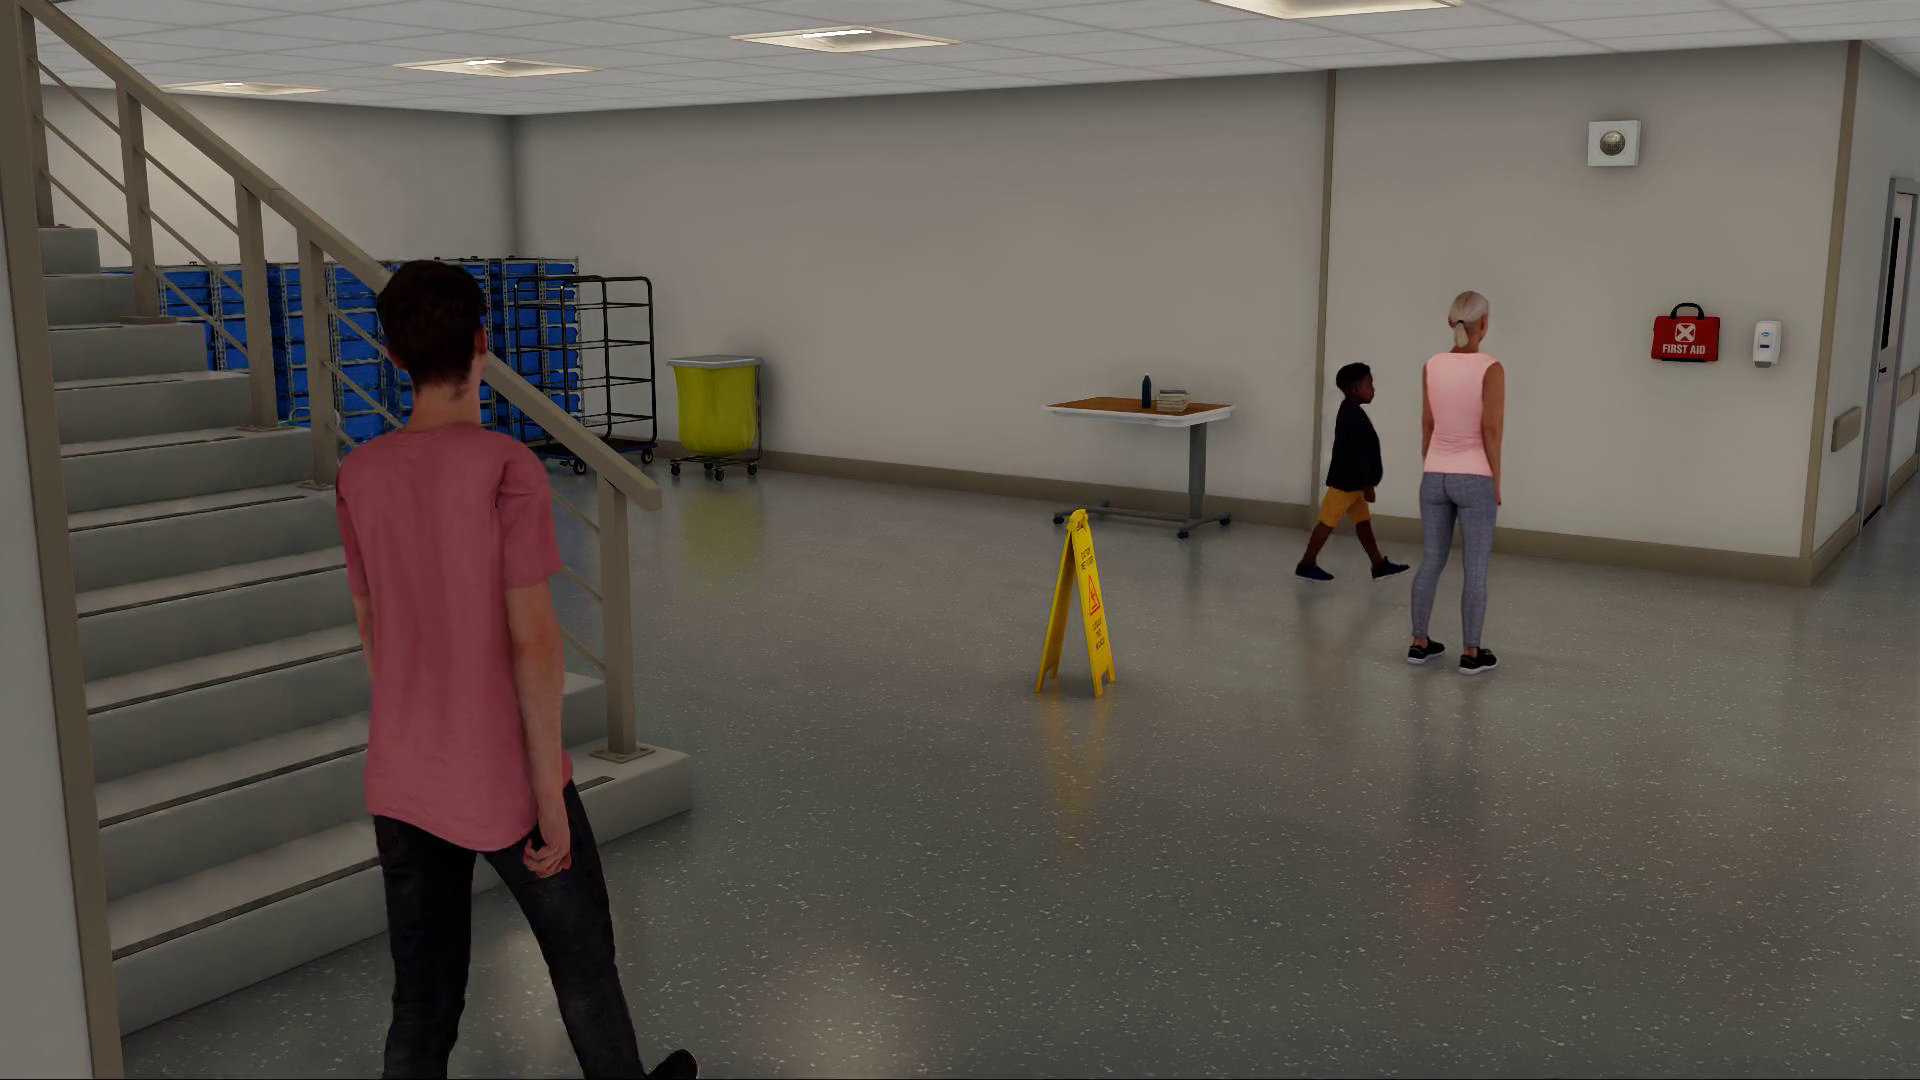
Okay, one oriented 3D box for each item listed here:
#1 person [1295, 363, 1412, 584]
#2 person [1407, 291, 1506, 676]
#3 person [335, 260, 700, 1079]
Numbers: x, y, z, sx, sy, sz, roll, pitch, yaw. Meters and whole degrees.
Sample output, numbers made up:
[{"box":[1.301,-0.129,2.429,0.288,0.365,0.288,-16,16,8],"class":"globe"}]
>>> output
[{"box":[2.111,-0.347,9.306,0.954,1.239,0.789,1,11,6],"class":"person"},{"box":[2.268,-0.264,7.578,0.640,1.721,0.491,-10,15,-43],"class":"person"},{"box":[-0.963,0.494,3.036,1.103,1.924,0.912,4,11,20],"class":"person"}]
